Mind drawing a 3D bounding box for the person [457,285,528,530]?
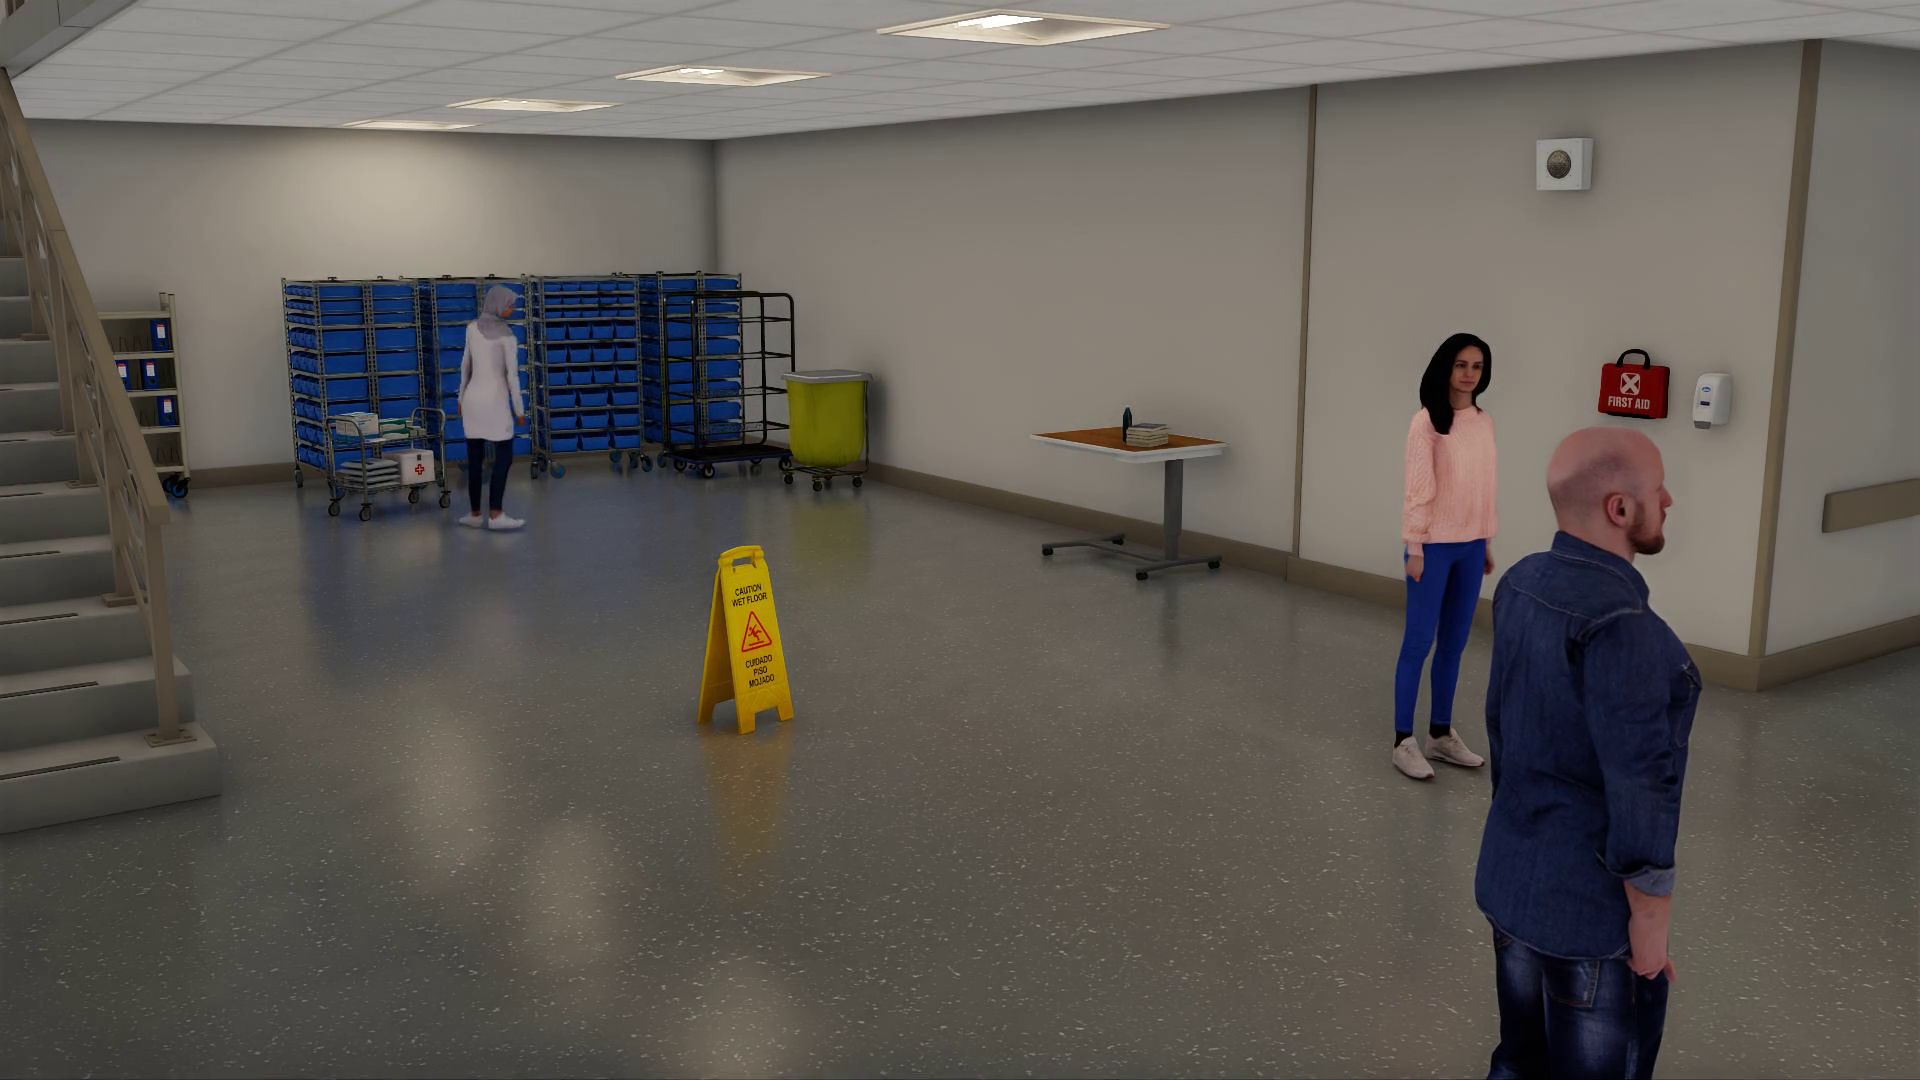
[{"bbox_3d":[-3.461,-0.950,11.977,0.718,1.752,0.876,2,11,10],"label":"person"}]

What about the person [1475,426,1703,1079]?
[{"bbox_3d":[1.170,0.690,3.136,0.854,1.826,0.701,-2,11,-9],"label":"person"}]

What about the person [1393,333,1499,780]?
[{"bbox_3d":[1.939,0.050,6.663,0.660,1.769,0.577,-6,12,-28],"label":"person"}]
